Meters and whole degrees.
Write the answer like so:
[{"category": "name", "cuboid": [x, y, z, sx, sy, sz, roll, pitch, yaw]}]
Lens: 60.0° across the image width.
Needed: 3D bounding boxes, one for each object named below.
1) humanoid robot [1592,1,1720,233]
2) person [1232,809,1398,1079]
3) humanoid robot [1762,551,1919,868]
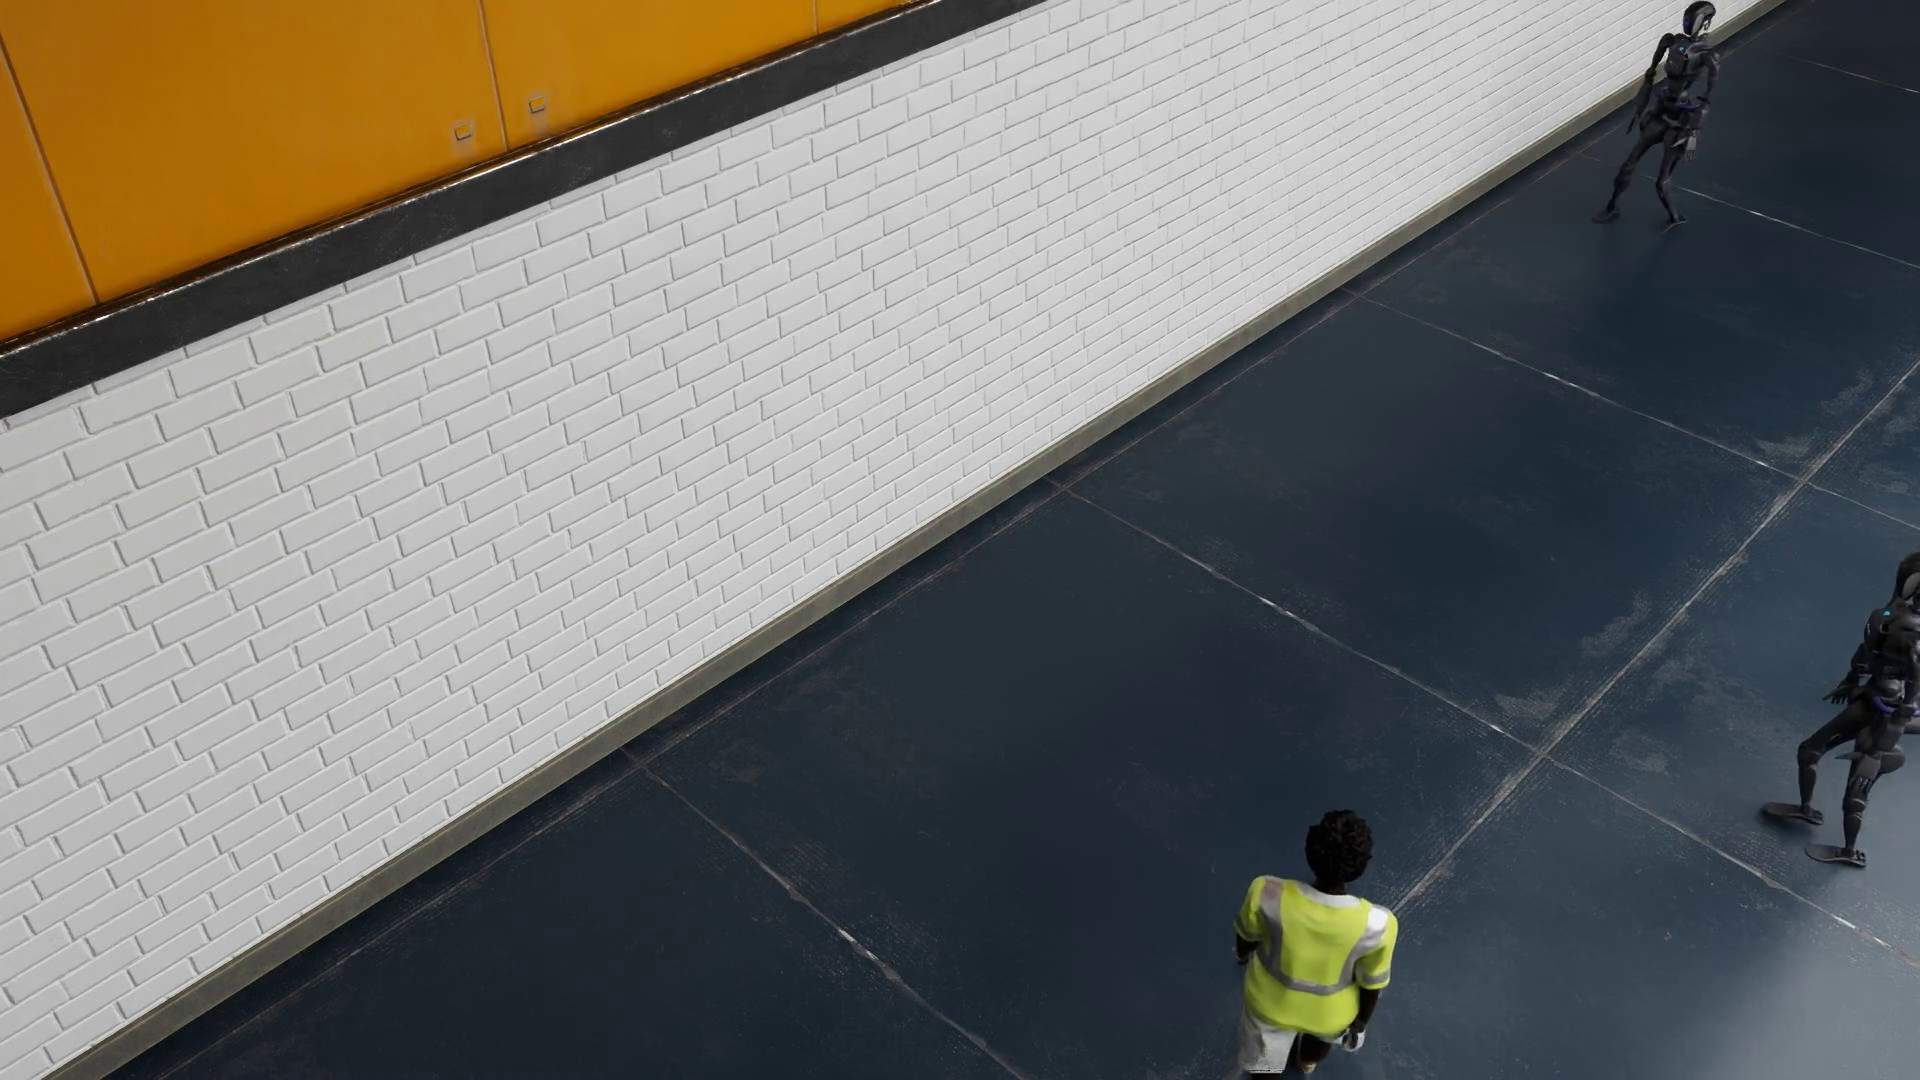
[{"category": "humanoid robot", "cuboid": [4.876, -2.879, 11.422, 0.517, 1.643, 0.587, -21, 43, -24]}, {"category": "person", "cuboid": [1.200, 1.577, 5.845, 0.535, 1.644, 0.864, 8, 39, 9]}, {"category": "humanoid robot", "cuboid": [3.789, 0.728, 6.887, 0.426, 1.645, 0.602, 10, 40, 12]}]
